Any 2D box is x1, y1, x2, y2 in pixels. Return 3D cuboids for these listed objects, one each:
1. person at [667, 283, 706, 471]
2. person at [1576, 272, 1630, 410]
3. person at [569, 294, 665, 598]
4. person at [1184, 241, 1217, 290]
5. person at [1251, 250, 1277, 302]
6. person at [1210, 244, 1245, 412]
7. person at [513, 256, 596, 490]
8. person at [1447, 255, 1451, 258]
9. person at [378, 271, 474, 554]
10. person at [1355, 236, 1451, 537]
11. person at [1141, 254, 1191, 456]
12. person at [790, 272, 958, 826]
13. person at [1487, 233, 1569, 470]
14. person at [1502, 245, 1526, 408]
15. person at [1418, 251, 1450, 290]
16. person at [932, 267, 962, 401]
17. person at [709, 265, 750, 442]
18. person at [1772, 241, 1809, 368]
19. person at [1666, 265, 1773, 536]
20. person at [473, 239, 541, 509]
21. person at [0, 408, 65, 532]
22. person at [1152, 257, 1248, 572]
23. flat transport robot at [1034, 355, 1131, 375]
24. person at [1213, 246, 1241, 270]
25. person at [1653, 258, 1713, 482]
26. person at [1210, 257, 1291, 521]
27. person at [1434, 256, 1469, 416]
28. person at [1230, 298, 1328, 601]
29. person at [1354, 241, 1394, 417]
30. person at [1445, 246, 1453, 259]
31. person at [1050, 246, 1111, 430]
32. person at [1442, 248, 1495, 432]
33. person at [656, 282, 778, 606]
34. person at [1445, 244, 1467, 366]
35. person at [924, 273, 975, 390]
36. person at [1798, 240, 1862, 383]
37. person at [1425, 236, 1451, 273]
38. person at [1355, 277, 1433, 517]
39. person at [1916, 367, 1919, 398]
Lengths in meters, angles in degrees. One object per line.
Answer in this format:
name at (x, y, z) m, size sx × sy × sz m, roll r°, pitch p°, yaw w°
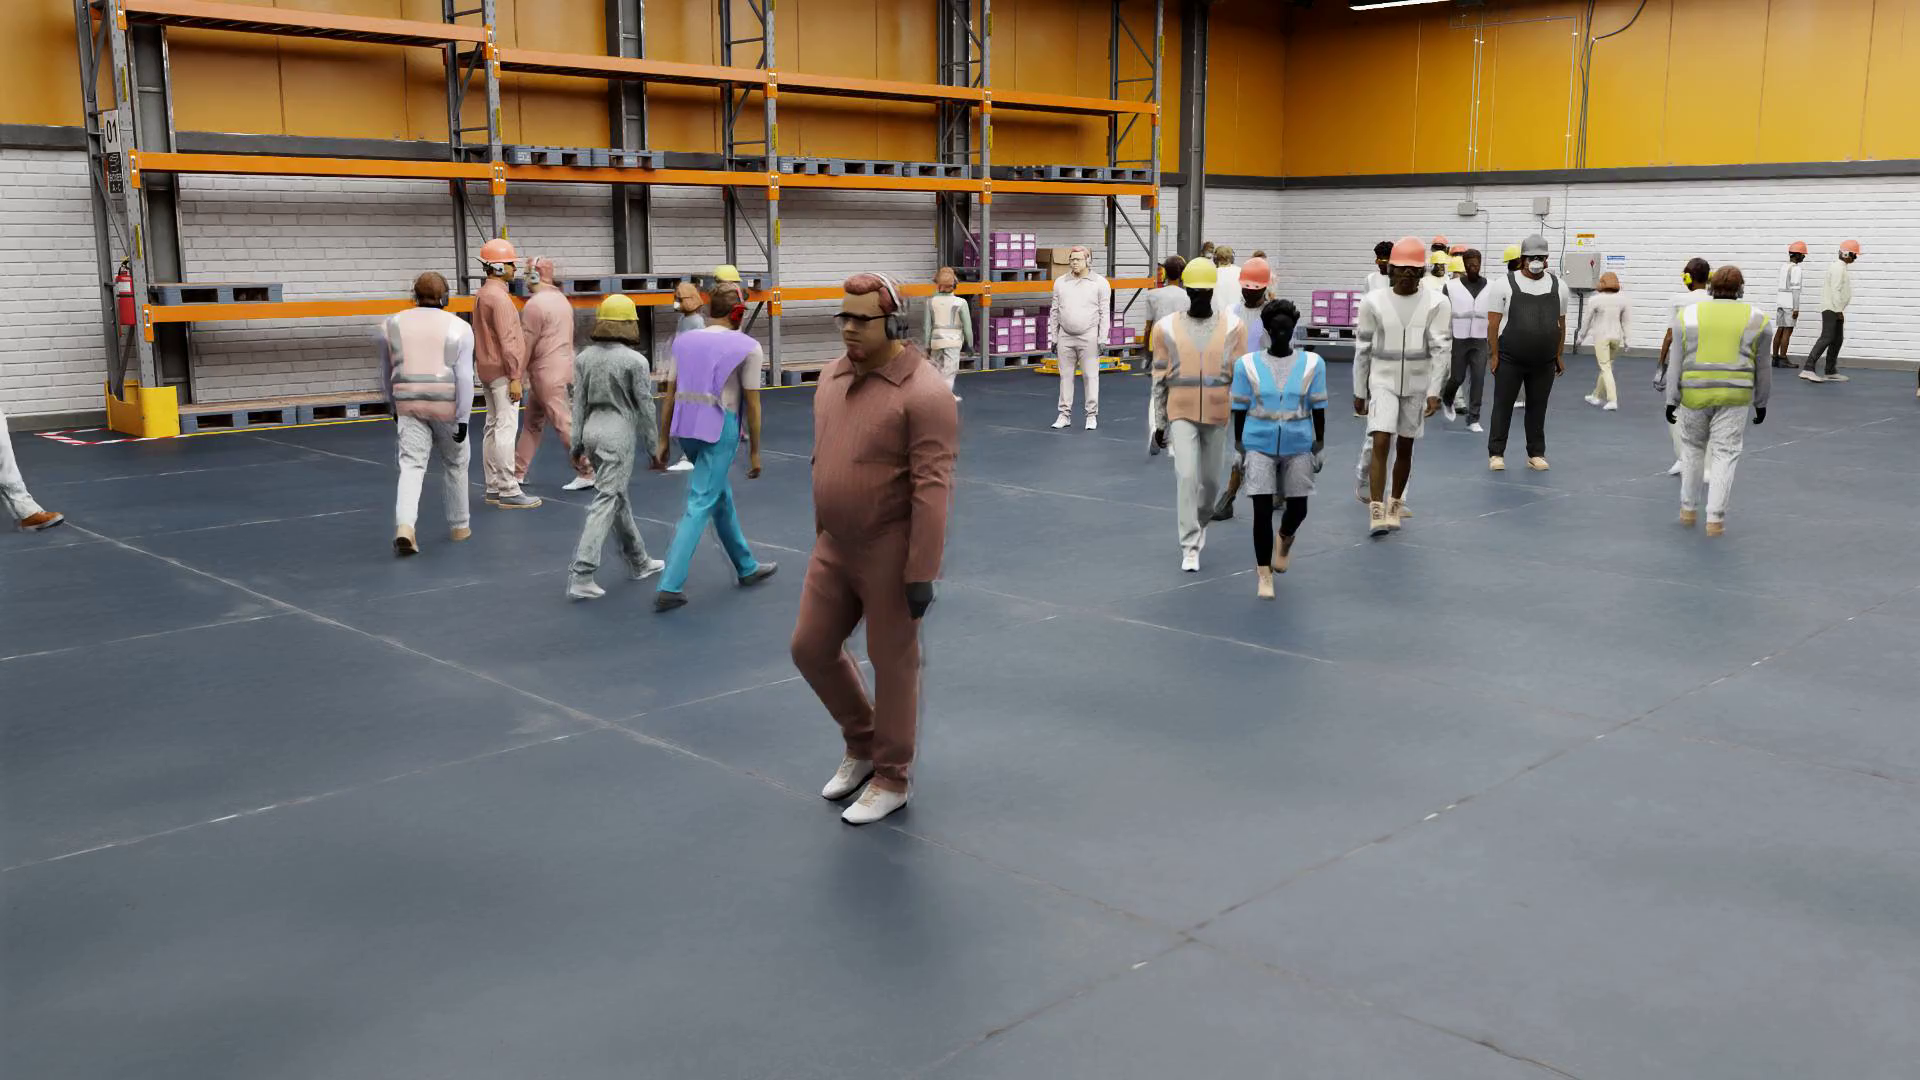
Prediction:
person at (-2.258, -1.417, 14.422) m, size 0.612 × 1.620 × 0.507 m, roll -6°, pitch 12°, yaw -28°
person at (7.557, -2.333, 19.490) m, size 0.509 × 1.588 × 0.843 m, roll -2°, pitch 11°, yaw -11°
person at (-1.980, -0.544, 9.467) m, size 0.493 × 1.688 × 0.920 m, roll 5°, pitch 12°, yaw 27°
person at (4.303, -4.275, 29.228) m, size 0.763 × 1.913 × 0.496 m, roll 5°, pitch 12°, yaw 26°
person at (4.140, -3.129, 23.205) m, size 0.515 × 1.825 × 0.733 m, roll 2°, pitch 11°, yaw 11°
person at (2.962, -2.359, 18.743) m, size 0.655 × 1.914 × 0.598 m, roll 1°, pitch 10°, yaw 8°
person at (-3.326, -1.315, 13.231) m, size 1.001 × 1.858 × 0.640 m, roll 1°, pitch 10°, yaw 4°
person at (7.785, -3.674, 26.520) m, size 0.523 × 1.741 × 0.879 m, roll -5°, pitch 12°, yaw -27°
person at (-3.424, -0.825, 10.721) m, size 0.617 × 1.806 × 0.941 m, roll -1°, pitch 10°, yaw -6°
person at (2.947, -1.005, 11.109) m, size 0.600 × 1.999 × 0.964 m, roll 2°, pitch 11°, yaw 11°
person at (1.886, -1.649, 15.067) m, size 0.509 × 1.852 × 0.669 m, roll 3°, pitch 11°, yaw 15°
person at (-0.301, 0.038, 5.715) m, size 0.680 × 1.893 × 0.418 m, roll 10°, pitch 14°, yaw 43°
person at (4.898, -1.609, 14.316) m, size 0.676 × 2.000 × 0.536 m, roll 0°, pitch 10°, yaw 2°
person at (6.524, -2.488, 19.480) m, size 0.619 × 1.899 × 0.447 m, roll -4°, pitch 11°, yaw -21°
person at (6.427, -2.959, 22.301) m, size 0.601 × 1.801 × 0.743 m, roll -5°, pitch 11°, yaw -25°
person at (-0.184, -2.527, 20.436) m, size 0.281 × 1.633 × 0.498 m, roll -6°, pitch 12°, yaw -28°
person at (-2.333, -1.779, 16.065) m, size 0.756 × 1.747 × 0.539 m, roll -6°, pitch 12°, yaw -32°
person at (12.679, -3.579, 25.373) m, size 0.380 × 1.930 × 0.543 m, roll 0°, pitch 10°, yaw 0°
person at (5.212, -0.967, 11.437) m, size 0.649 × 1.810 × 0.820 m, roll 5°, pitch 12°, yaw 26°
person at (-3.405, -1.231, 12.380) m, size 0.376 × 1.995 × 0.612 m, roll -7°, pitch 12°, yaw -32°
person at (-6.714, -0.952, 11.200) m, size 1.068 × 1.883 × 0.645 m, roll 1°, pitch 10°, yaw 5°
person at (1.484, -0.798, 10.305) m, size 0.598 × 1.897 × 0.878 m, roll 1°, pitch 10°, yaw 3°
flat transport robot at (1.806, -2.574, 24.410) m, size 0.652 × 0.197 × 1.431 m, roll 10°, pitch 14°, yaw 43°
person at (3.856, -3.364, 24.372) m, size 0.619 × 1.861 × 0.427 m, roll 3°, pitch 11°, yaw 16°
person at (6.085, -1.403, 13.787) m, size 0.682 × 1.819 × 0.604 m, roll 1°, pitch 10°, yaw 4°
person at (2.135, -1.098, 12.016) m, size 0.571 × 1.875 × 0.968 m, roll 10°, pitch 14°, yaw 43°
person at (5.604, -2.329, 18.921) m, size 0.587 × 1.804 × 0.891 m, roll -4°, pitch 11°, yaw -22°
person at (1.787, -0.524, 9.390) m, size 0.546 × 1.680 × 0.559 m, roll 1°, pitch 10°, yaw 6°
person at (4.671, -2.310, 18.362) m, size 0.604 × 1.959 × 0.377 m, roll 10°, pitch 14°, yaw 43°
person at (8.033, -3.850, 27.082) m, size 0.750 × 1.847 × 0.524 m, roll 6°, pitch 12°, yaw 31°
person at (1.238, -2.107, 17.403) m, size 0.642 × 1.908 × 0.407 m, roll 4°, pitch 11°, yaw 20°
person at (5.294, -2.089, 17.367) m, size 0.612 × 1.895 × 0.697 m, roll 0°, pitch 10°, yaw 1°
person at (-1.391, -0.536, 9.248) m, size 0.563 × 1.770 × 1.010 m, roll 7°, pitch 12°, yaw 32°
person at (7.675, -3.593, 25.545) m, size 0.639 × 1.890 × 0.750 m, roll -5°, pitch 12°, yaw -26°
person at (-0.081, -2.099, 18.180) m, size 0.519 × 1.610 × 0.773 m, roll 6°, pitch 12°, yaw 29°
person at (12.025, -3.142, 22.935) m, size 0.591 × 1.956 × 0.842 m, roll 7°, pitch 12°, yaw 32°
person at (7.594, -3.835, 26.544) m, size 0.614 × 2.005 × 0.827 m, roll 3°, pitch 11°, yaw 18°
person at (3.154, -1.112, 12.104) m, size 0.586 × 1.864 × 0.557 m, roll -1°, pitch 10°, yaw -5°
person at (12.070, -2.580, 20.558) m, size 0.318 × 1.696 × 0.532 m, roll 3°, pitch 11°, yaw 16°
